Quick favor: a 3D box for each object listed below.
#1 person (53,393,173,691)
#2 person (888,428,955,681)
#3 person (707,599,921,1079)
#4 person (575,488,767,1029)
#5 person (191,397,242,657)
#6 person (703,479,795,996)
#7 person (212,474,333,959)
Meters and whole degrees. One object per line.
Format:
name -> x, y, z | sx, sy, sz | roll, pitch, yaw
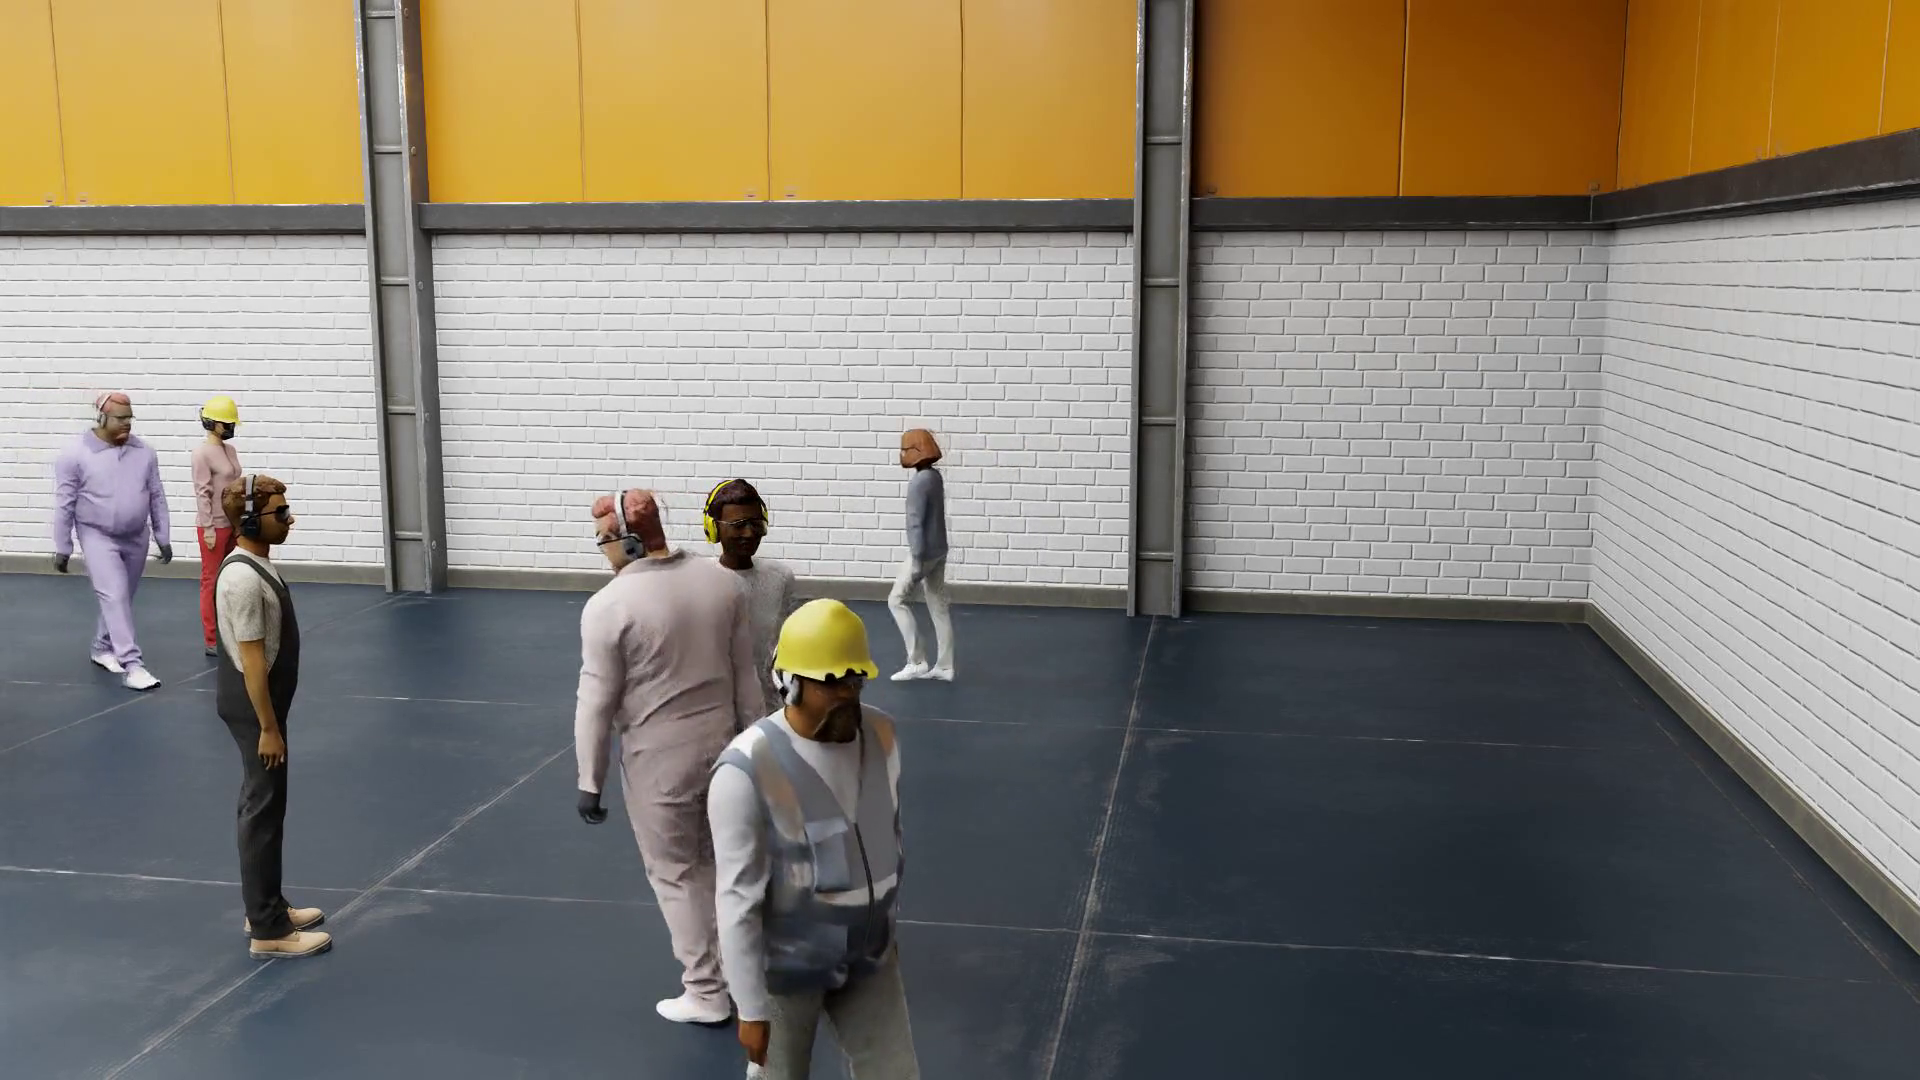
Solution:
person -> -5.327, -0.007, 10.520 | 1.008, 1.845, 0.664 | 6, 11, 32
person -> -0.258, 0.105, 10.505 | 0.514, 1.613, 0.525 | 3, 10, 17
person -> -0.286, 1.046, 4.106 | 0.629, 1.801, 0.778 | -8, 12, -41
person -> -0.988, 0.756, 5.723 | 0.520, 1.867, 0.666 | 7, 11, 36
person -> -4.993, -0.092, 11.285 | 0.324, 1.760, 0.523 | 0, 9, 0
person -> -0.793, 0.702, 6.046 | 0.521, 1.871, 0.325 | -7, 12, -38
person -> -2.643, 0.666, 6.346 | 0.346, 1.846, 0.506 | -4, 10, -24
